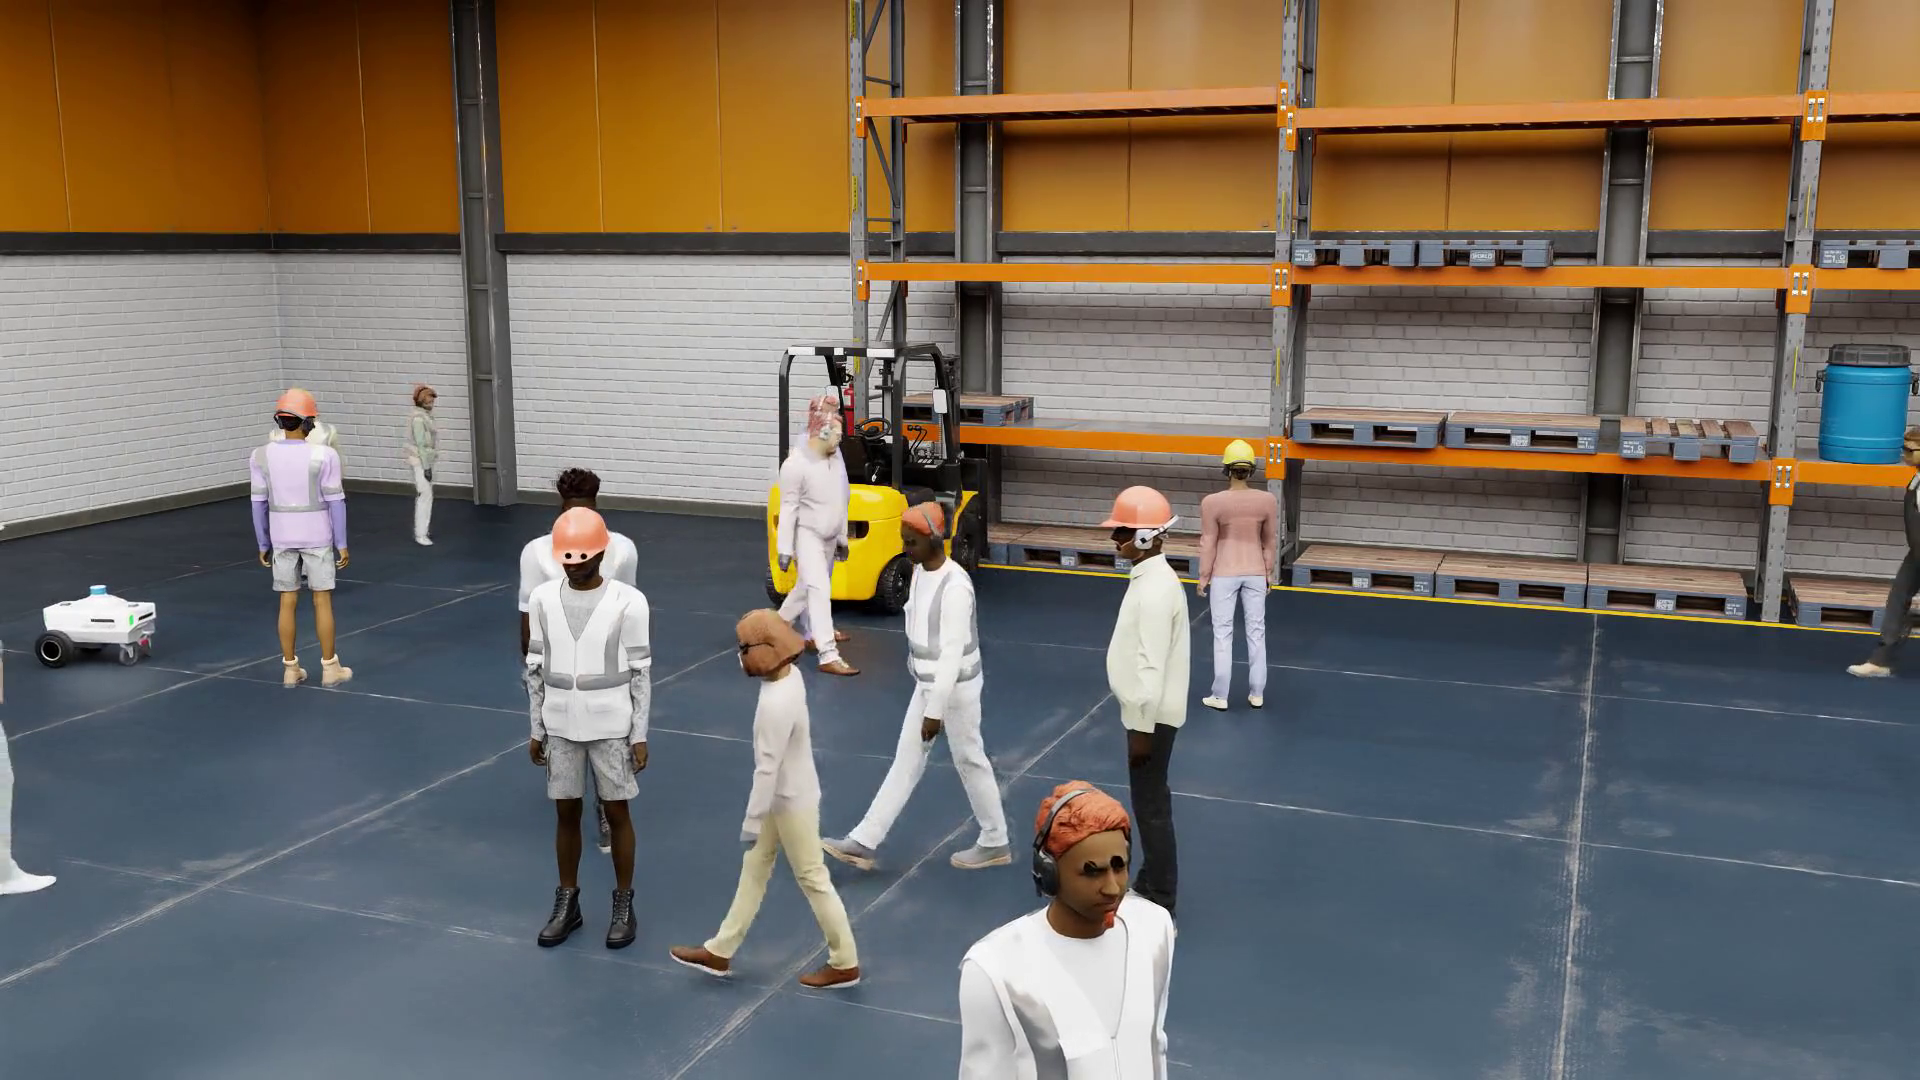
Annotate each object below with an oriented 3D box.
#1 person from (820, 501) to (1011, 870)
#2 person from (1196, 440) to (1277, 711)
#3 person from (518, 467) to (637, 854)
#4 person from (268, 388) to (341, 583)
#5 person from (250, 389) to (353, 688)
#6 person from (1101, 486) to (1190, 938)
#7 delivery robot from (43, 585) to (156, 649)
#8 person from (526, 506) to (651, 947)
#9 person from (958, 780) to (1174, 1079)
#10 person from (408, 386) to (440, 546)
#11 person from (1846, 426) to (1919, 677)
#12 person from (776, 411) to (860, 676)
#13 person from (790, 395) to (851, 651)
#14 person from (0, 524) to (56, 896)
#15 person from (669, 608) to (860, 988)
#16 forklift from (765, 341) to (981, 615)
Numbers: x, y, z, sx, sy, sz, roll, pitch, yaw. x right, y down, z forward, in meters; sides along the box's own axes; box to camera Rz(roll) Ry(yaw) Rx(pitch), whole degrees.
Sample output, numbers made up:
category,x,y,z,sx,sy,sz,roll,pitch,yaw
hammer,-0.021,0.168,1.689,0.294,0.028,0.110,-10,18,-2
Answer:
category,x,y,z,sx,sy,sz,roll,pitch,yaw
person,-0.187,0.721,7.875,0.995,1.832,0.600,-4,11,-23
person,1.790,0.233,10.785,0.524,1.769,0.314,-2,10,-10
person,-1.961,0.558,8.550,0.612,1.933,0.912,-4,11,-21
person,-5.688,-0.434,14.494,0.579,1.787,0.955,-4,11,-22
person,-4.479,-0.007,11.350,0.613,2.041,0.393,0,10,-1
person,0.805,0.750,7.310,0.396,1.989,0.619,1,10,4
delivery robot,-6.205,0.572,12.011,0.707,0.478,0.477,1,10,5
person,-1.599,0.804,7.147,0.543,1.931,0.371,1,10,6
person,0.254,1.447,3.696,0.586,1.882,0.340,-7,12,-35
person,-5.387,-0.761,16.758,0.355,1.610,0.670,-2,10,-10
person,6.708,0.112,11.413,0.914,1.800,0.514,3,11,18
person,-1.089,-0.001,11.890,0.934,1.853,0.710,6,12,29
person,-1.018,-0.130,12.430,0.407,1.904,0.639,2,10,11
person,-4.589,0.735,7.572,0.592,1.915,0.592,-8,13,-39
person,-0.796,1.055,6.660,0.844,1.586,0.514,-1,10,-4
forklift,-0.739,-0.602,14.246,1.214,2.155,2.313,4,11,21
